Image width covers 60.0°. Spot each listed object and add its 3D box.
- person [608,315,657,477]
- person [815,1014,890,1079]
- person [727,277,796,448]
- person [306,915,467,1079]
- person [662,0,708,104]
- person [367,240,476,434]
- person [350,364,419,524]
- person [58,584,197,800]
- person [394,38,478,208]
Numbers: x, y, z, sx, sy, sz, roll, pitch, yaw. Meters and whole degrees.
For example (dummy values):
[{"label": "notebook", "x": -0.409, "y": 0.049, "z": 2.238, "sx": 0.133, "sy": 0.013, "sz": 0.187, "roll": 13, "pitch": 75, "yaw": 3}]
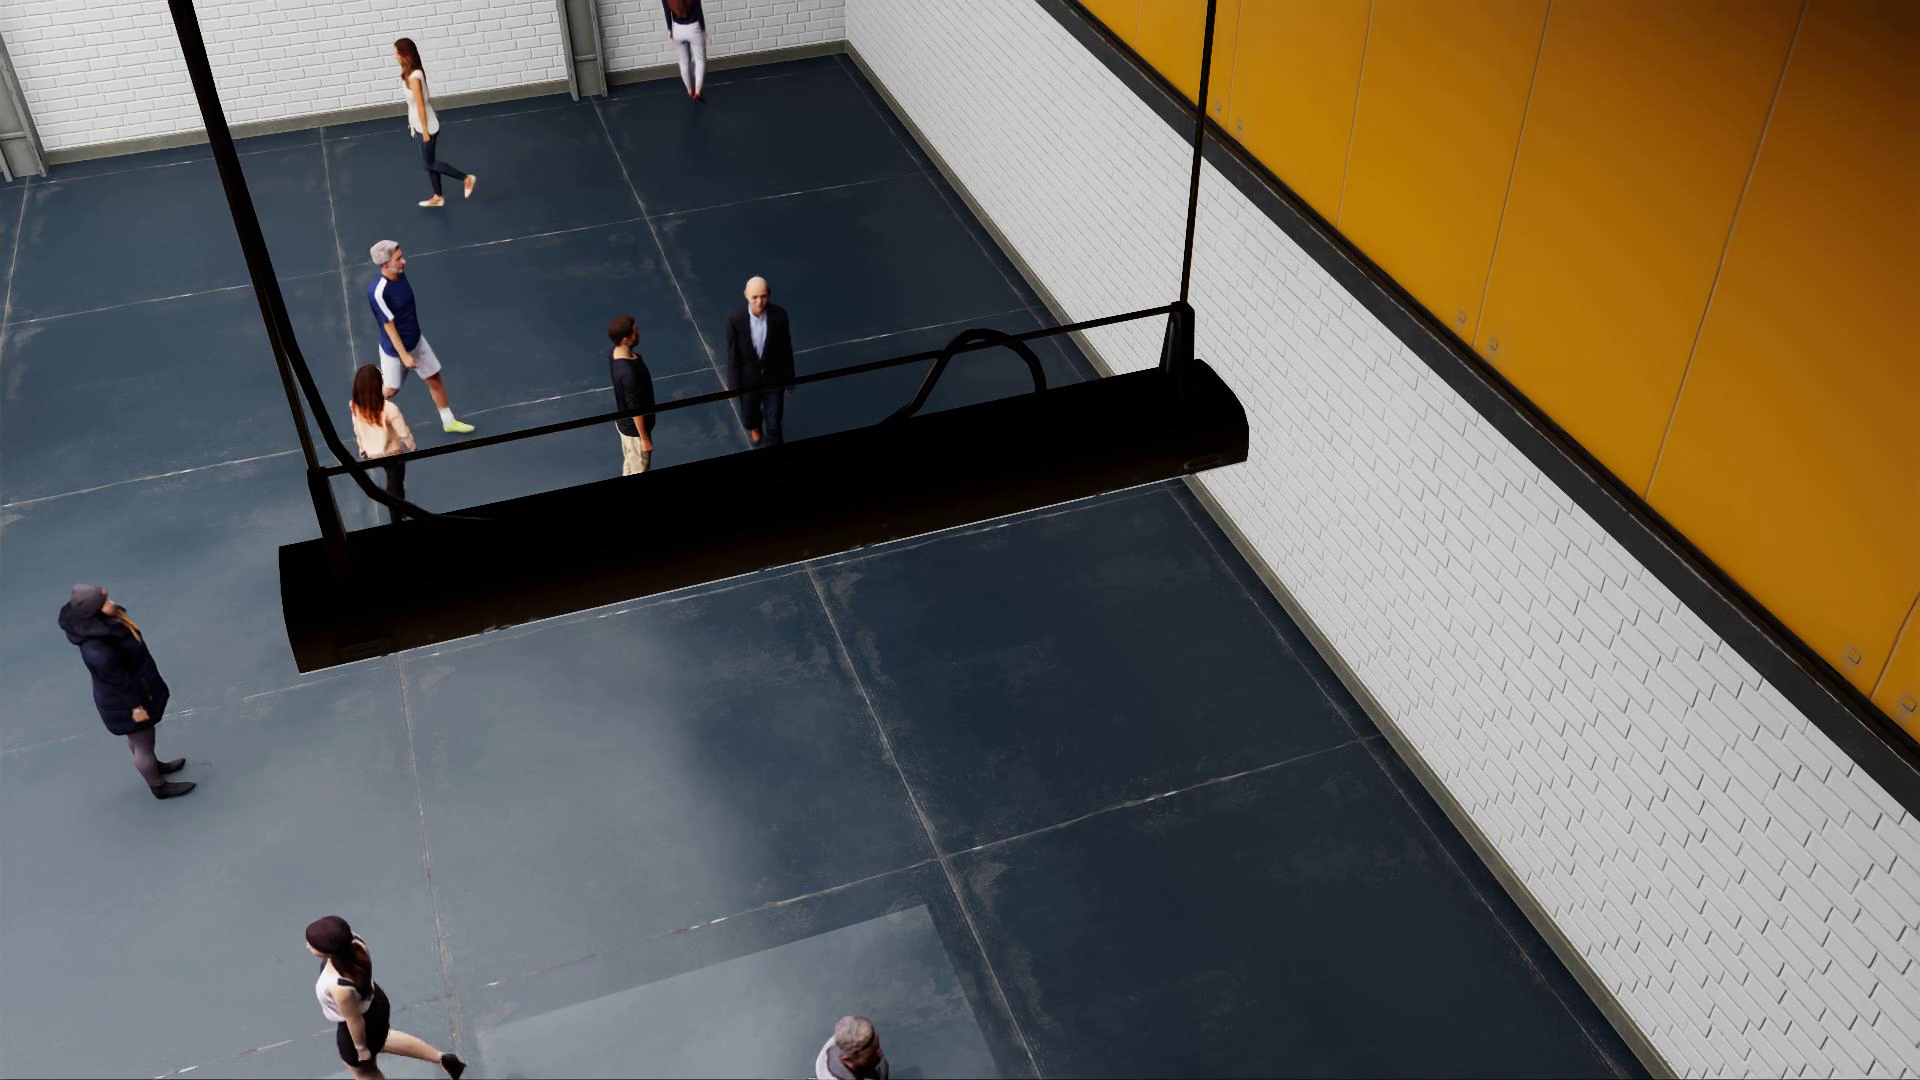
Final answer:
[{"label": "person", "x": -2.440, "y": -0.857, "z": 12.445, "sx": 0.541, "sy": 1.852, "sz": 0.630, "roll": -14, "pitch": 41, "yaw": -16}, {"label": "person", "x": -0.601, "y": 2.805, "z": 7.900, "sx": 1.063, "sy": 1.800, "sz": 0.950, "roll": 4, "pitch": 39, "yaw": 5}, {"label": "person", "x": -1.568, "y": -1.302, "z": 13.054, "sx": 0.995, "sy": 1.786, "sz": 0.888, "roll": -5, "pitch": 39, "yaw": -6}, {"label": "person", "x": -2.962, "y": 2.442, "z": 8.486, "sx": 0.888, "sy": 1.636, "sz": 0.656, "roll": -6, "pitch": 39, "yaw": -8}, {"label": "person", "x": -3.062, "y": -5.698, "z": 18.705, "sx": 0.812, "sy": 1.604, "sz": 0.852, "roll": 5, "pitch": 39, "yaw": 6}, {"label": "person", "x": -4.581, "y": -1.575, "z": 13.385, "sx": 1.259, "sy": 1.800, "sz": 1.058, "roll": 8, "pitch": 39, "yaw": 10}, {"label": "person", "x": -4.350, "y": -0.633, "z": 12.468, "sx": 0.740, "sy": 1.473, "sz": 0.804, "roll": 13, "pitch": 40, "yaw": 15}, {"label": "person", "x": -5.195, "y": 0.936, "z": 10.342, "sx": 0.697, "sy": 1.673, "sz": 0.713, "roll": -20, "pitch": 43, "yaw": -23}, {"label": "person", "x": -5.258, "y": -4.164, "z": 16.652, "sx": 0.853, "sy": 1.768, "sz": 0.613, "roll": -11, "pitch": 40, "yaw": -13}]
